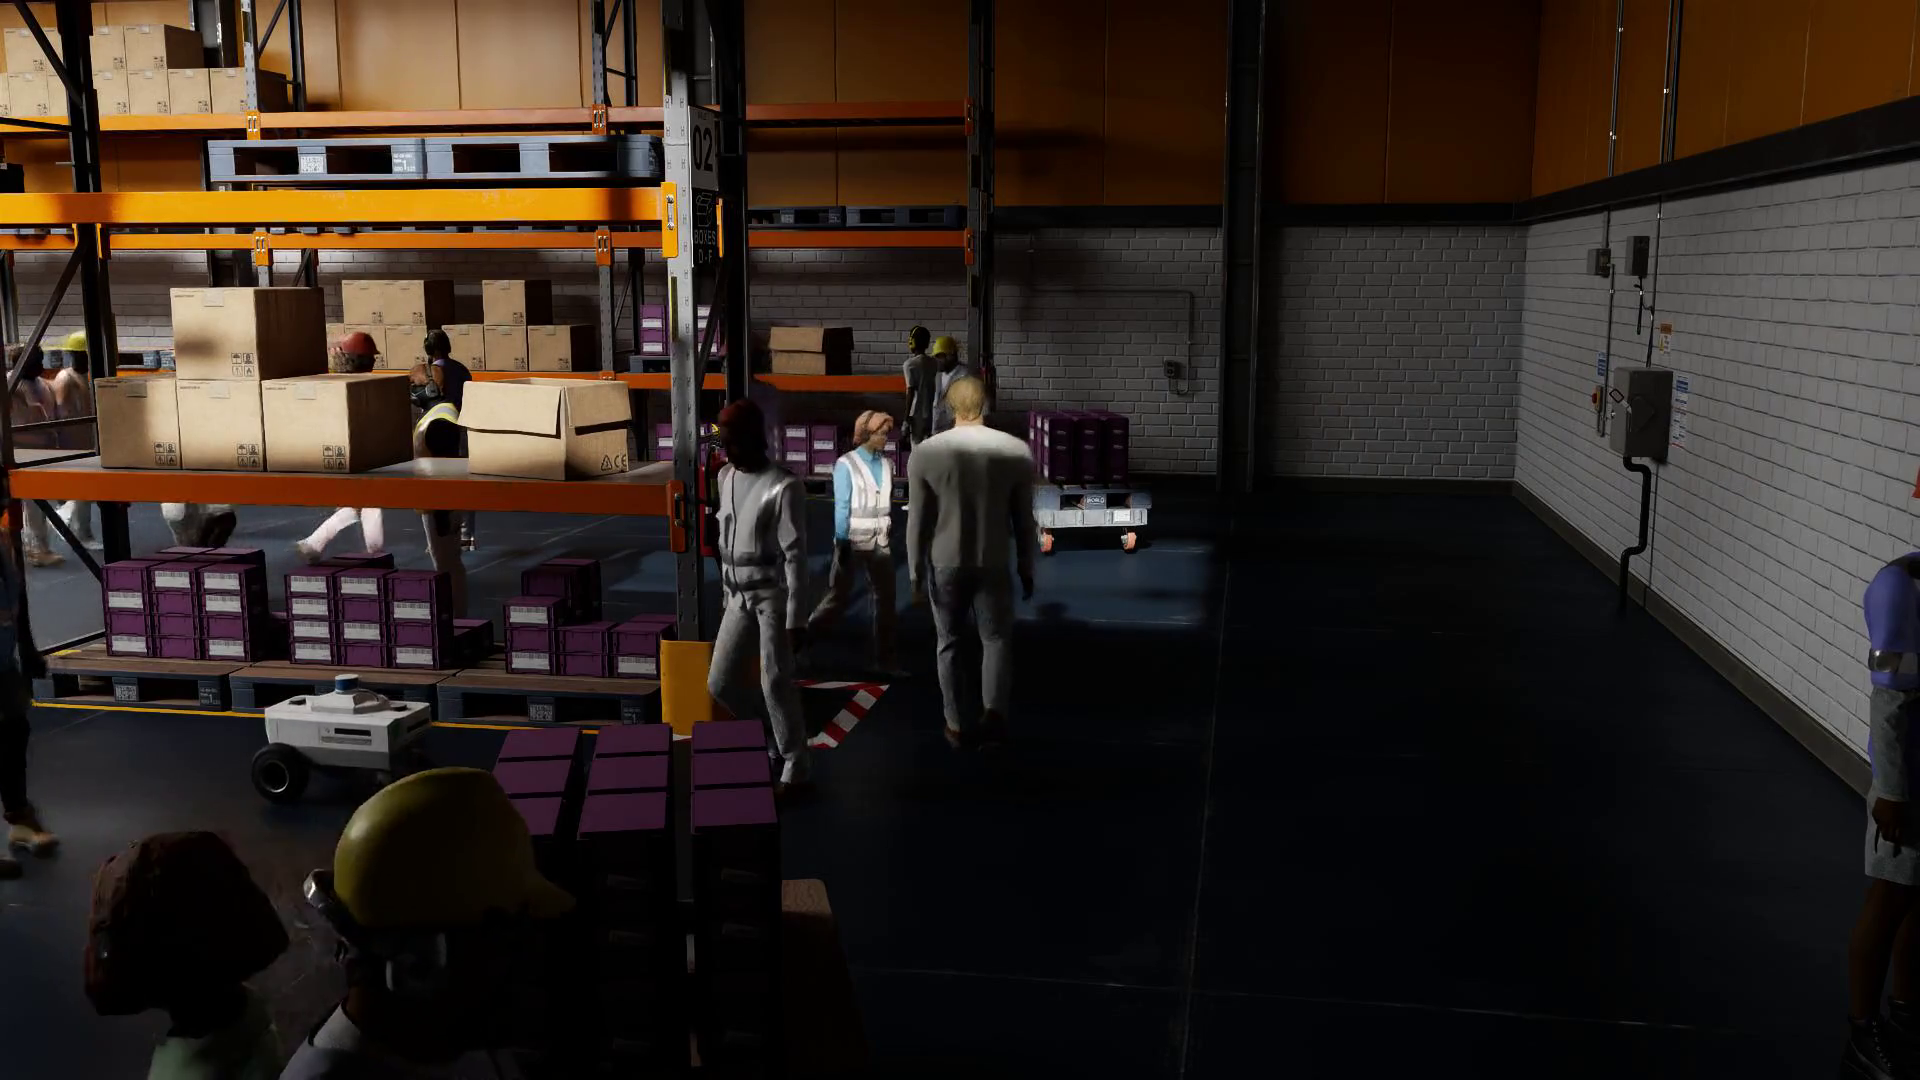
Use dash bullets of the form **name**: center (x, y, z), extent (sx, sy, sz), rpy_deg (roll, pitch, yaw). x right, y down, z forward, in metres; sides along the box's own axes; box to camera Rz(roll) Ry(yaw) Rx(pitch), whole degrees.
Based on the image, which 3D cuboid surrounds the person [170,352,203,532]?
- **person**: center (-7.004, -0.905, 15.154), extent (0.330, 1.765, 0.533), rpy_deg (-8, 12, -42)

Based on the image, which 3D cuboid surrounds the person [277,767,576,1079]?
- **person**: center (-0.716, 1.176, 2.094), extent (0.632, 1.807, 0.605), rpy_deg (0, 9, 1)

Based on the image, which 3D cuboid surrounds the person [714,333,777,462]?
- **person**: center (-1.387, -0.389, 11.132), extent (0.532, 2.031, 0.610), rpy_deg (3, 10, 20)

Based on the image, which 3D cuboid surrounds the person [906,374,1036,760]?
- **person**: center (0.059, 0.143, 8.210), extent (0.647, 1.915, 0.737), rpy_deg (-1, 9, -5)

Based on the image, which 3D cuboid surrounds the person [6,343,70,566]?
- **person**: center (-7.532, -0.700, 13.672), extent (0.652, 1.826, 0.661), rpy_deg (2, 9, 11)

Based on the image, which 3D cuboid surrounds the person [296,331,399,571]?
- **person**: center (-4.762, -0.643, 12.935), extent (0.876, 1.967, 0.622), rpy_deg (0, 9, 2)

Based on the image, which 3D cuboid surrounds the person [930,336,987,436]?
- **person**: center (-0.056, -1.094, 16.285), extent (0.930, 1.777, 0.608), rpy_deg (-5, 11, -30)

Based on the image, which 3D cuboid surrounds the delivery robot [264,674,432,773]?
- **delivery robot**: center (-2.808, 0.861, 7.652), extent (0.707, 0.478, 0.477), rpy_deg (2, 9, 12)

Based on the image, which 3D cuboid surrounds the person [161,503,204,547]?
- **person**: center (-5.962, -0.417, 12.597), extent (0.708, 1.609, 0.512), rpy_deg (7, 11, 36)

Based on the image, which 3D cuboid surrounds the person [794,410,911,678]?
- **person**: center (-0.660, 0.017, 9.946), extent (0.722, 1.607, 0.536), rpy_deg (8, 12, 39)

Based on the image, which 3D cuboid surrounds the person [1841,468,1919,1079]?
- **person**: center (2.869, 0.664, 4.874), extent (0.545, 1.942, 0.354), rpy_deg (-6, 11, -31)

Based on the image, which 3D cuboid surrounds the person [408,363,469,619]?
- **person**: center (-3.347, -0.213, 10.656), extent (0.428, 1.836, 0.627), rpy_deg (-3, 10, -19)

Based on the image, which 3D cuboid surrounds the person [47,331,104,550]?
- **person**: center (-7.632, -0.854, 14.378), extent (0.553, 1.910, 0.590), rpy_deg (0, 9, 1)

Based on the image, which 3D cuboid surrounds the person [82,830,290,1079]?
- **person**: center (-1.029, 1.218, 2.504), extent (0.597, 1.609, 0.511), rpy_deg (-4, 10, -25)

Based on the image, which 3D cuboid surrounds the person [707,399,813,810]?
- **person**: center (-0.896, 0.291, 7.455), extent (0.457, 1.854, 0.630), rpy_deg (-9, 13, -44)

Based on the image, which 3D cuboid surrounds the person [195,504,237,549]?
- **person**: center (-5.494, -0.505, 12.298), extent (0.594, 1.885, 0.573), rpy_deg (-2, 9, -9)

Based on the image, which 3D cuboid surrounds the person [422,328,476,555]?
- **person**: center (-4.380, -0.833, 14.182), extent (0.353, 1.933, 0.633), rpy_deg (3, 10, 17)

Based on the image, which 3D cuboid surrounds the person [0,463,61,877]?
- **person**: center (-3.921, 0.504, 6.659), extent (0.385, 1.687, 0.536), rpy_deg (-1, 9, -8)

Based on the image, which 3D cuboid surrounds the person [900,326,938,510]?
- **person**: center (-0.399, -1.220, 16.781), extent (0.331, 1.872, 0.513), rpy_deg (9, 12, 43)
